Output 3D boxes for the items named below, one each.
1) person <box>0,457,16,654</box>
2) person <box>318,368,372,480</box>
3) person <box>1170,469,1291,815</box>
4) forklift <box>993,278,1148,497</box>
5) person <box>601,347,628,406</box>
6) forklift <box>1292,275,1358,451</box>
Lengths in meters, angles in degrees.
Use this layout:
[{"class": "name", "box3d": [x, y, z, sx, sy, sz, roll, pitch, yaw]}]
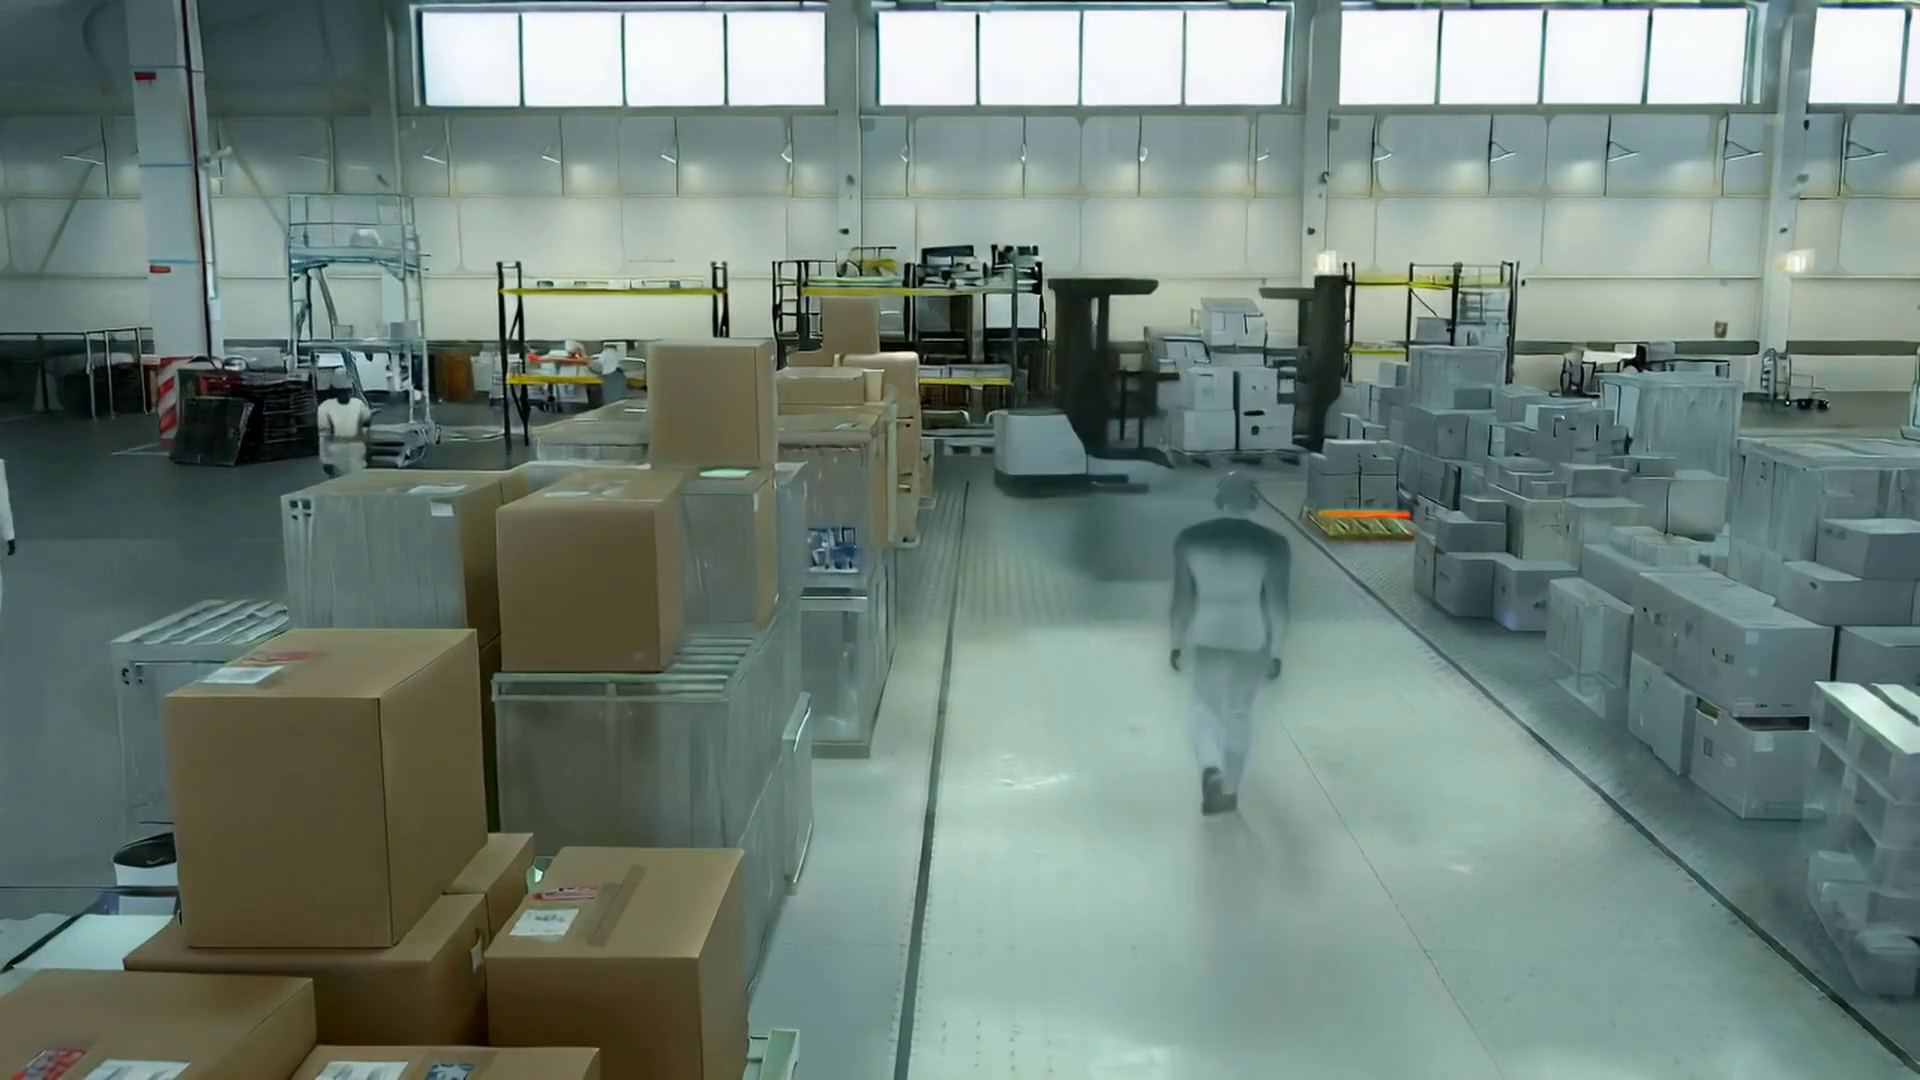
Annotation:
[{"class": "person", "box3d": [-7.594, -0.013, 12.744, 0.604, 1.863, 0.504, -6, 11, -30]}, {"class": "person", "box3d": [-6.700, -0.933, 18.150, 0.564, 1.905, 0.693, -5, 11, -27]}, {"class": "person", "box3d": [1.462, 0.577, 9.036, 0.644, 1.926, 0.620, 2, 10, 9]}, {"class": "forklift", "box3d": [1.428, -2.018, 21.724, 1.873, 2.768, 1.129, -1, 10, -8]}, {"class": "person", "box3d": [-4.506, -1.544, 21.701, 0.372, 1.940, 0.631, -3, 10, -18]}, {"class": "forklift", "box3d": [5.860, -2.821, 26.535, 1.873, 2.768, 1.129, 0, 9, 1]}]
